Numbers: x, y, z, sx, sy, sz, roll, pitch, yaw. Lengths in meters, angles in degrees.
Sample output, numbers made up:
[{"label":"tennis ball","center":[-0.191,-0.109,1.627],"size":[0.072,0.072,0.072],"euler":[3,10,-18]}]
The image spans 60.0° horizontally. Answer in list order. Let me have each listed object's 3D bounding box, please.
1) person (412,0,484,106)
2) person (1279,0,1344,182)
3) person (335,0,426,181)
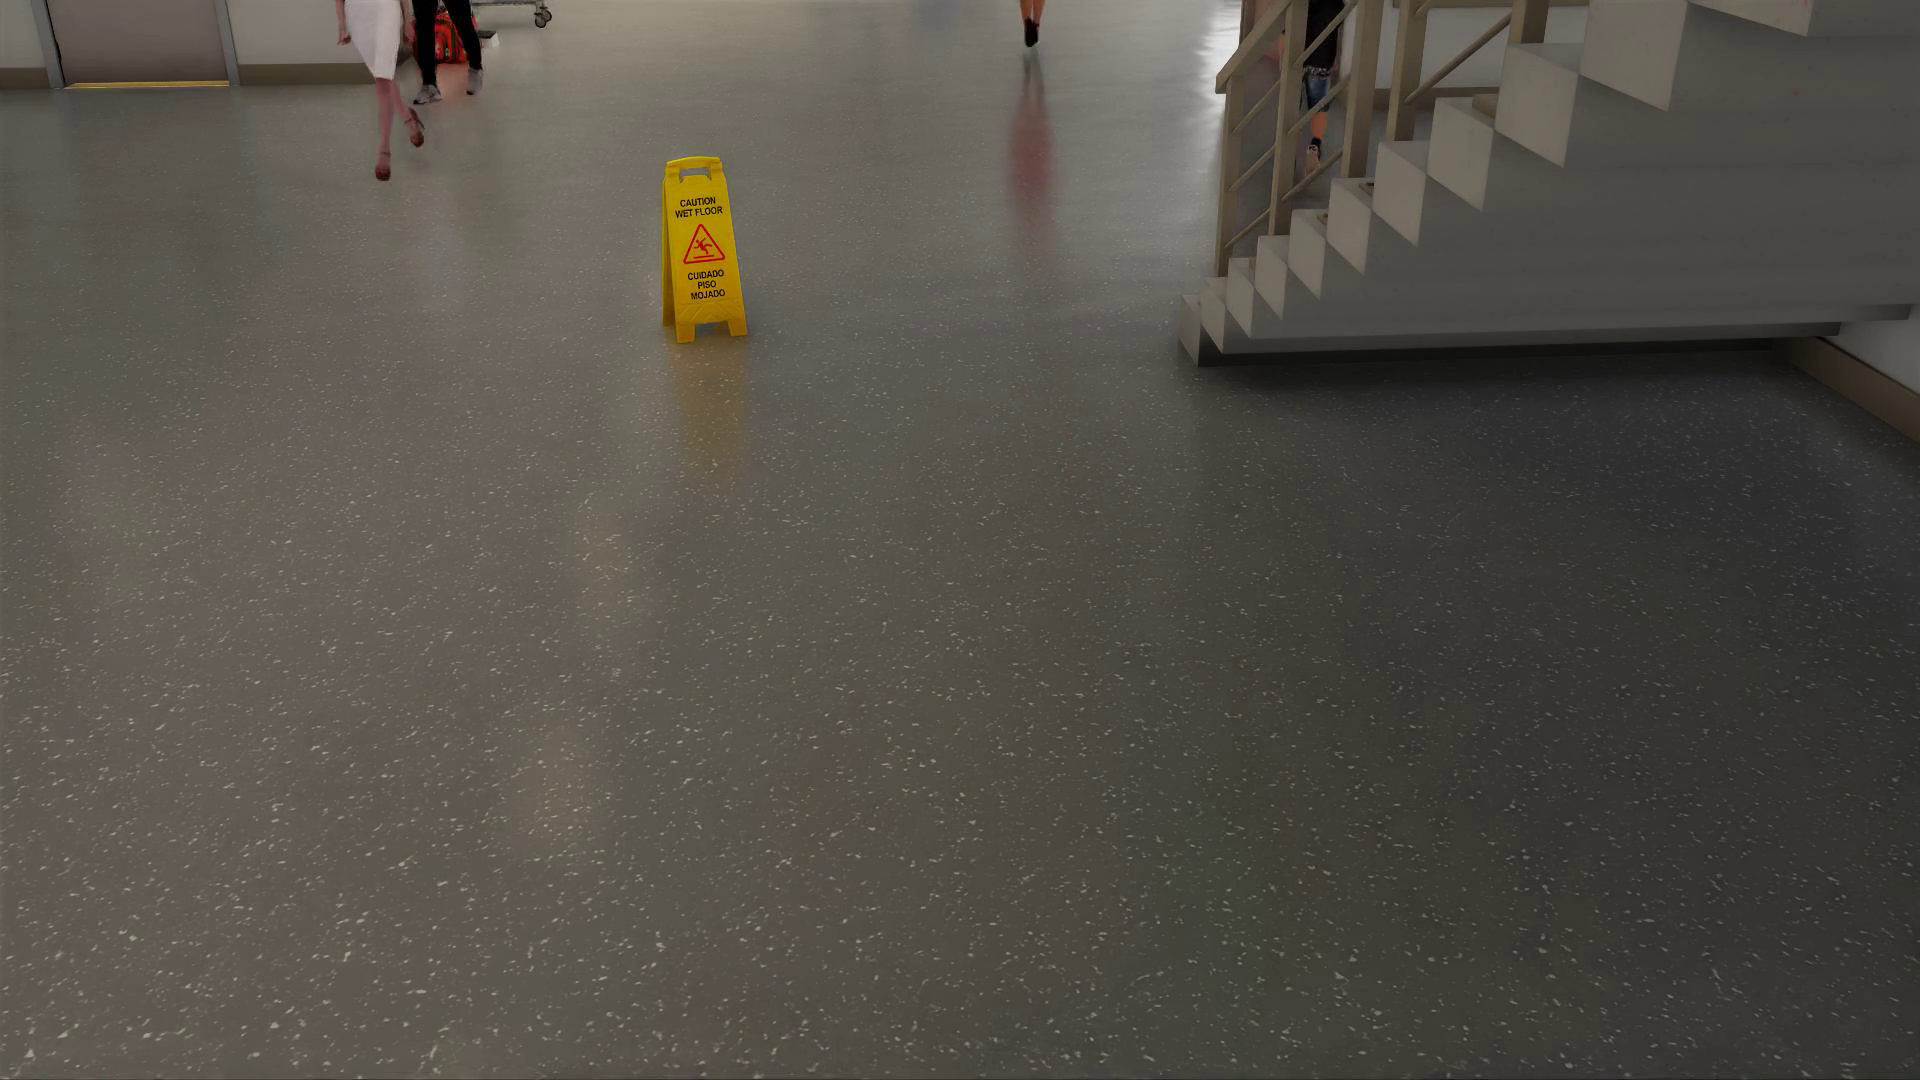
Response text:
[{"label":"person","center":[-3.743,-4.127,12.083],"size":[0.821,1.803,1.204],"euler":[3,26,6]},{"label":"person","center":[2.055,-2.819,9.796],"size":[0.595,1.433,0.848],"euler":[1,26,1]},{"label":"person","center":[-3.473,-3.083,9.976],"size":[0.638,1.752,1.129],"euler":[0,26,0]}]
